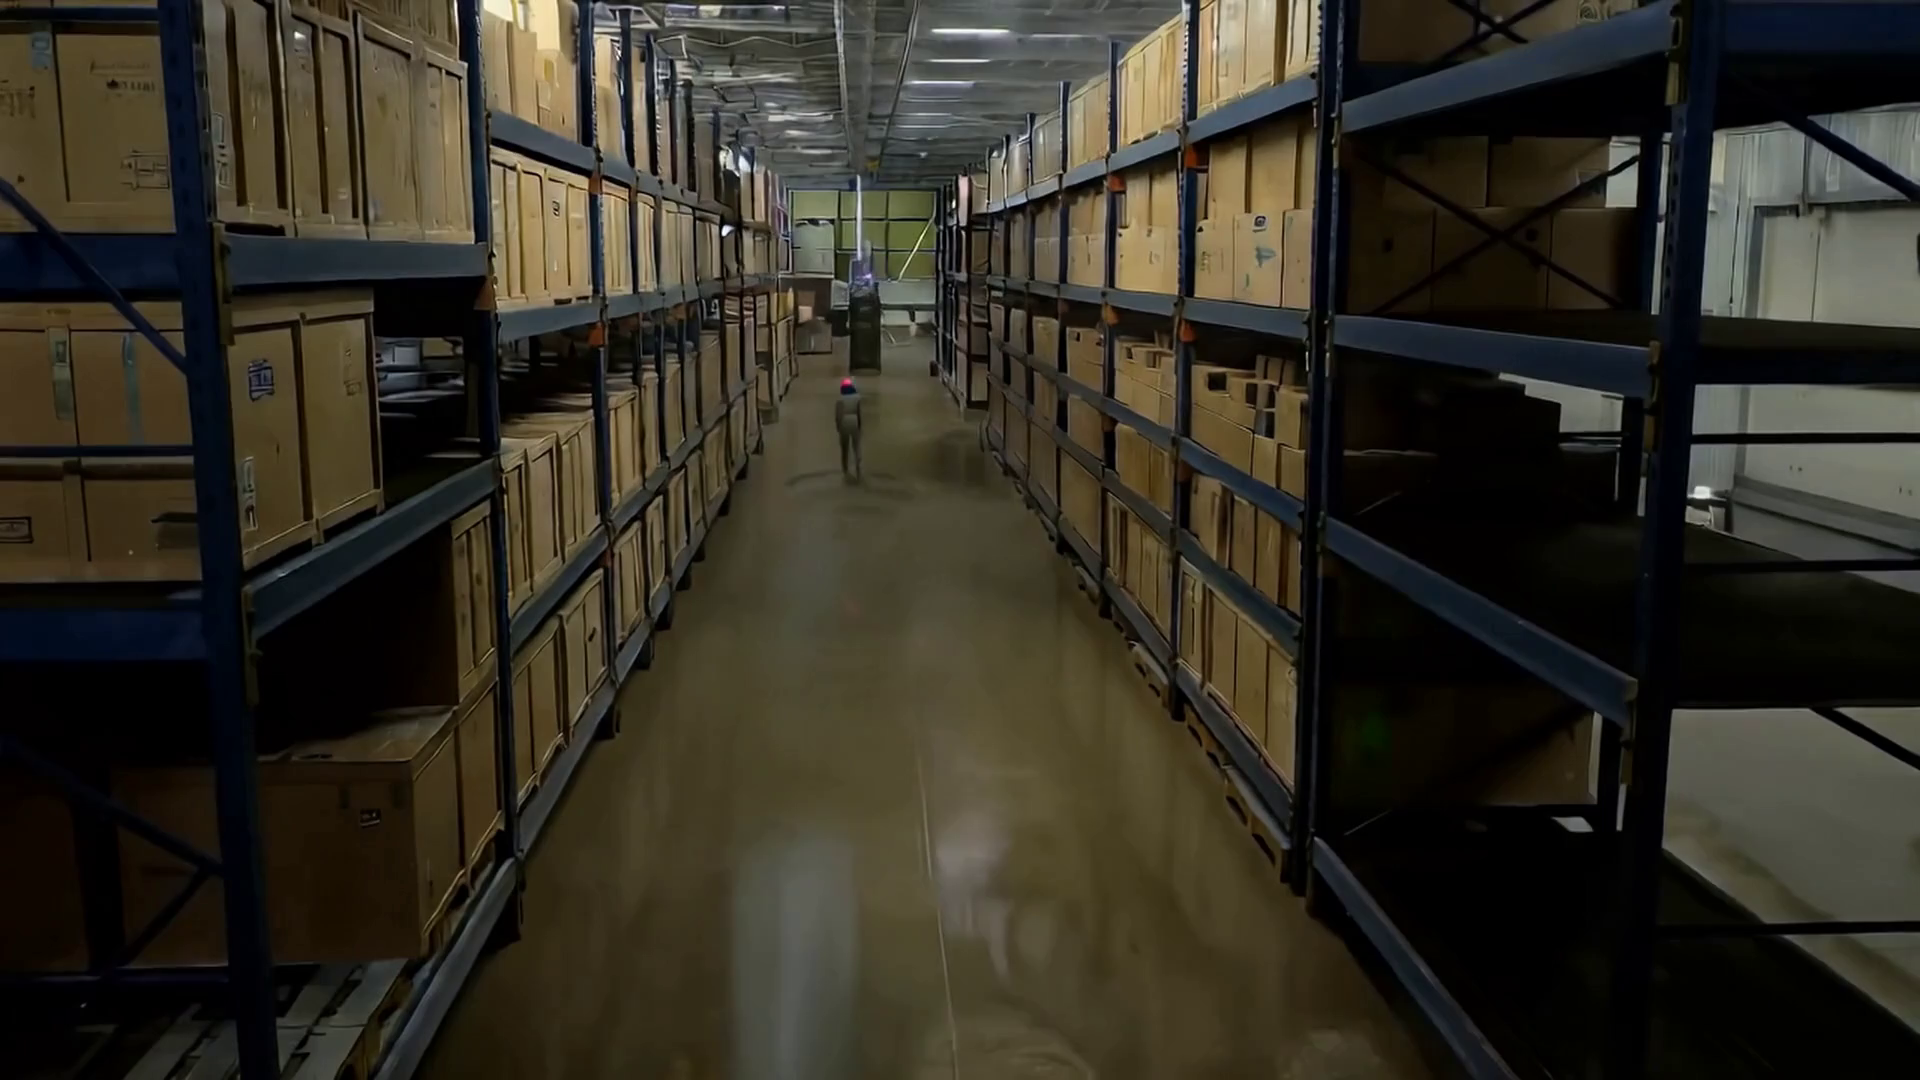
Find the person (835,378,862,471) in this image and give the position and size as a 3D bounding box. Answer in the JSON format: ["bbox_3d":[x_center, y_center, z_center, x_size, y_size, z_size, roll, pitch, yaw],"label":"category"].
[{"bbox_3d":[-2.037,-2.102,30.418,0.504,1.728,0.488,-2,10,-13],"label":"person"}]

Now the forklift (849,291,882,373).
[{"bbox_3d":[-3.313,-7.269,57.889,1.129,2.768,1.873,-1,10,-3],"label":"forklift"}]

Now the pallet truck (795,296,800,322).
[{"bbox_3d":[-8.622,-12.439,91.403,1.885,1.965,0.823,2,10,13],"label":"pallet truck"}]

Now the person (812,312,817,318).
[{"bbox_3d":[-6.263,-8.912,71.259,0.444,1.679,0.558,-1,10,-3],"label":"person"}]

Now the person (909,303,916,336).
[{"bbox_3d":[-2.475,-11.504,86.745,0.319,1.687,0.538,3,10,20],"label":"person"}]
